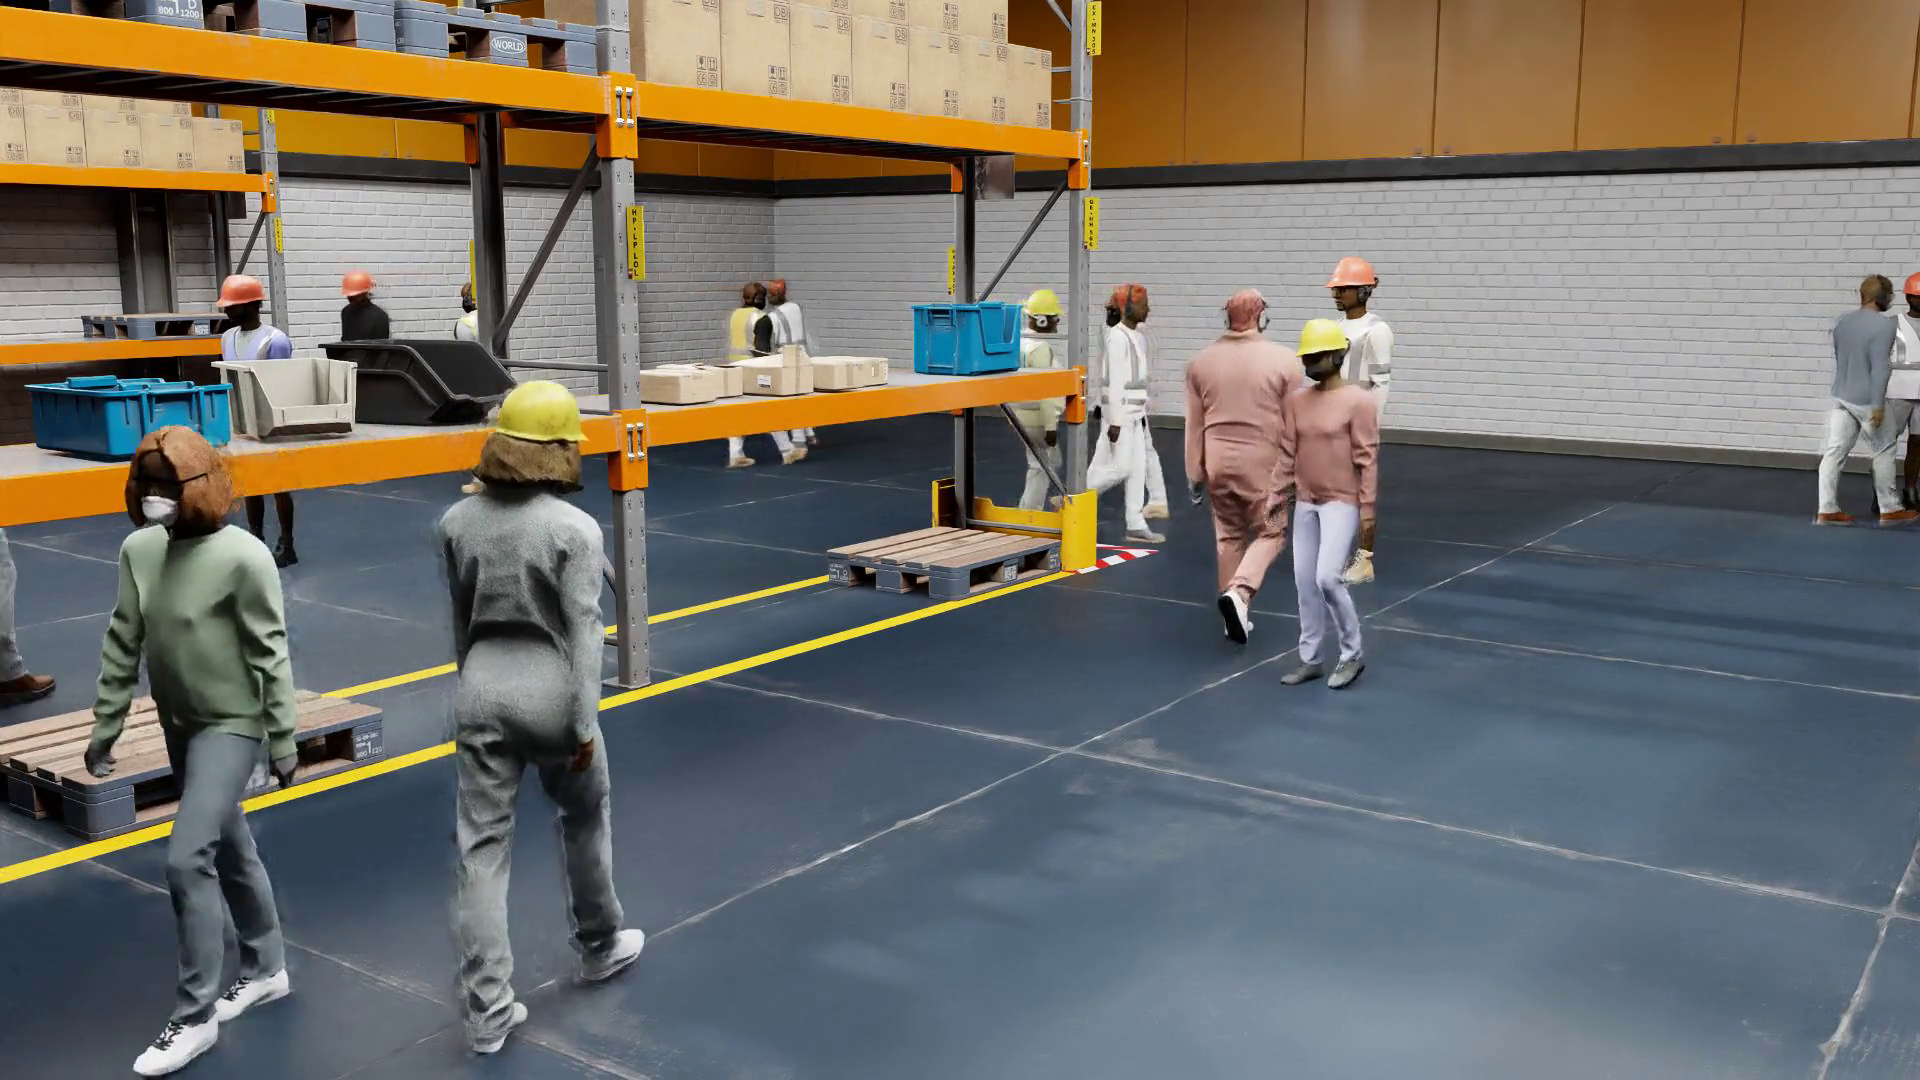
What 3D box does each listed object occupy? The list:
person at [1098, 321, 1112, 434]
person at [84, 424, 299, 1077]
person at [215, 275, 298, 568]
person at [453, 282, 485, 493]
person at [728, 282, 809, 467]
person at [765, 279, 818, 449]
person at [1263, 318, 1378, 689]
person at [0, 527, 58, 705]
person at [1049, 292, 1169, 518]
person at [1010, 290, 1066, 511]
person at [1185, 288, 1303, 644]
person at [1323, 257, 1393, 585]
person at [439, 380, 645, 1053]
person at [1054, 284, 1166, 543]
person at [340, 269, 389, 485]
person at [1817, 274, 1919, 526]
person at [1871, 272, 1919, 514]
[{"bbox_3d":[1.694,-1.796,17.929,0.309,1.640,0.513,-9,13,-44],"label":"person"},{"bbox_3d":[-1.992,0.518,4.217,0.518,1.611,0.667,5,11,30],"label":"person"},{"bbox_3d":[-4.641,-0.767,10.932,0.551,1.928,0.374,4,10,21],"label":"person"},{"bbox_3d":[-4.198,-1.328,14.540,0.429,1.841,0.634,3,10,19],"label":"person"},{"bbox_3d":[-1.926,-1.627,16.423,0.842,1.807,0.657,-8,12,-40],"label":"person"},{"bbox_3d":[-1.818,-1.850,17.670,0.372,1.833,0.671,5,11,28],"label":"person"},{"bbox_3d":[1.719,-0.169,7.892,0.361,1.753,0.550,-7,12,-34],"label":"person"},{"bbox_3d":[-4.479,-0.176,7.465,0.660,1.910,0.803,5,11,26],"label":"person"},{"bbox_3d":[1.206,-1.034,12.969,0.974,1.771,0.656,0,10,2],"label":"person"},{"bbox_3d":[0.578,-0.886,11.984,0.434,1.814,0.615,-1,10,-8],"label":"person"},{"bbox_3d":[1.468,-0.370,8.692,0.650,1.883,0.645,6,11,33],"label":"person"},{"bbox_3d":[2.442,-0.743,10.461,0.378,2.044,0.607,-4,10,-21],"label":"person"},{"bbox_3d":[-1.115,0.431,4.453,0.499,1.705,0.820,2,10,11],"label":"person"},{"bbox_3d":[1.095,-0.898,11.922,0.721,1.868,0.584,3,10,17],"label":"person"},{"bbox_3d":[-5.374,-1.468,15.044,0.689,1.950,0.566,7,12,35],"label":"person"},{"bbox_3d":[6.979,-1.047,12.651,0.841,1.910,0.660,-1,10,-8],"label":"person"},{"bbox_3d":[7.589,-1.163,13.271,0.553,1.935,0.361,0,10,3],"label":"person"}]
